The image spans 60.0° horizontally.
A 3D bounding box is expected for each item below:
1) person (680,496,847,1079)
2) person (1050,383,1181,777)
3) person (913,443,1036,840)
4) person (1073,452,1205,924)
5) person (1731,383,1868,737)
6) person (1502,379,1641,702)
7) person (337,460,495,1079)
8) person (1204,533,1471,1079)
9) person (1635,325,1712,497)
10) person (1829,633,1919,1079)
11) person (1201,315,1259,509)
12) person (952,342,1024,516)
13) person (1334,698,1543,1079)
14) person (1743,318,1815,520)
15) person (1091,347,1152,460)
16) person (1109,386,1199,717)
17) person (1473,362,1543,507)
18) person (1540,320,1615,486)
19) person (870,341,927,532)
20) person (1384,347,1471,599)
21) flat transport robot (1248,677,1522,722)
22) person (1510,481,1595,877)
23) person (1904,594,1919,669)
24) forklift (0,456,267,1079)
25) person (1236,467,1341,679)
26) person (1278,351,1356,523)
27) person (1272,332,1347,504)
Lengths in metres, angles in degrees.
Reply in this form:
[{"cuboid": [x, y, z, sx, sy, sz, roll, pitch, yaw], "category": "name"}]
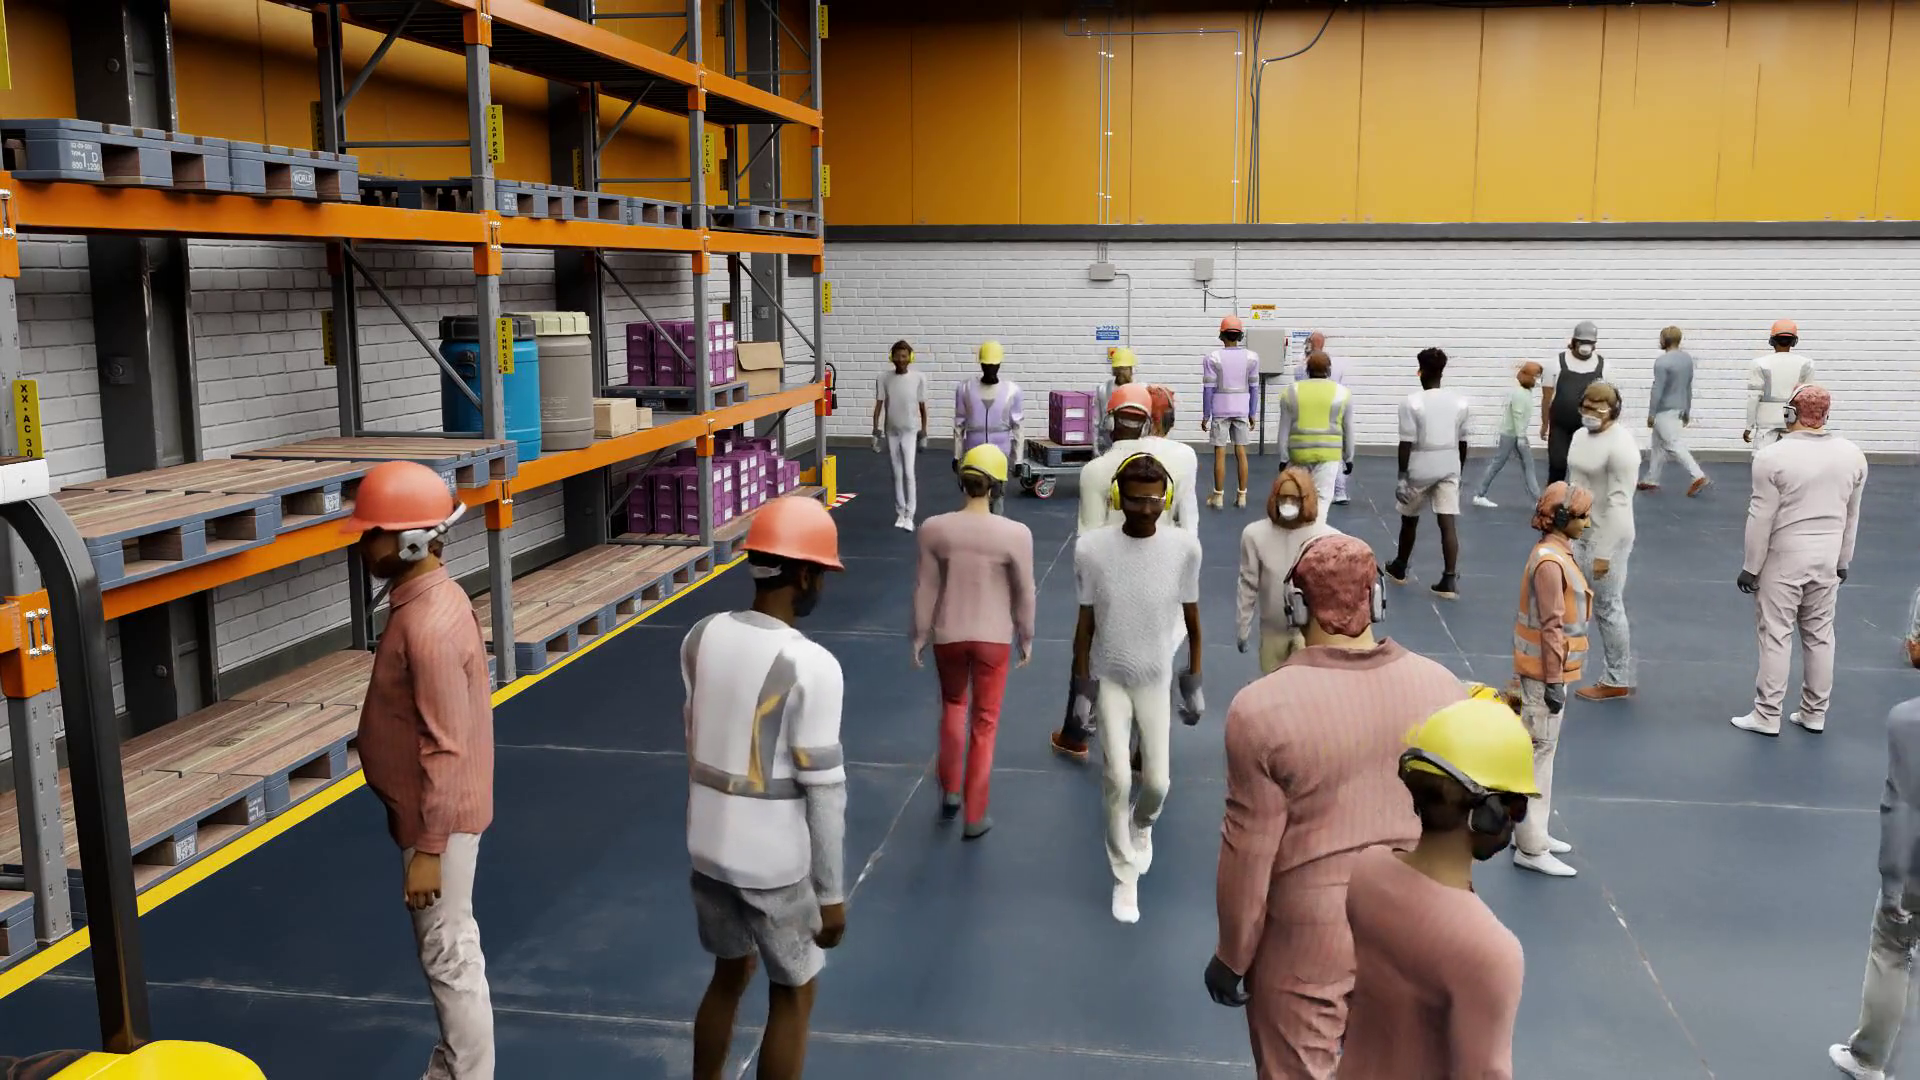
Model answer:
[{"cuboid": [-0.504, 0.837, 4.478, 0.566, 1.908, 0.468, 8, 12, 40], "category": "person"}, {"cuboid": [0.783, 0.191, 8.357, 0.623, 1.939, 0.918, -4, 10, -25], "category": "person"}, {"cuboid": [0.074, 0.440, 7.445, 0.534, 1.741, 0.575, 3, 10, 16], "category": "person"}, {"cuboid": [0.696, 0.548, 6.523, 0.522, 1.841, 0.588, 0, 9, 1], "category": "person"}, {"cuboid": [4.498, 0.112, 8.973, 0.641, 1.908, 0.408, -2, 9, -10], "category": "person"}, {"cuboid": [3.534, 0.024, 9.557, 0.846, 1.894, 0.668, -1, 9, -5], "category": "person"}, {"cuboid": [-1.495, 0.766, 4.666, 0.378, 1.995, 0.608, -3, 10, -19], "category": "person"}, {"cuboid": [0.879, 0.926, 3.975, 0.637, 1.902, 0.406, -3, 10, -18], "category": "person"}, {"cuboid": [7.988, -1.437, 18.543, 0.632, 1.913, 0.941, -8, 12, -39], "category": "person"}, {"cuboid": [2.887, 0.953, 4.766, 0.490, 1.587, 0.860, 0, 9, -3], "category": "person"}, {"cuboid": [2.834, -1.344, 17.531, 0.608, 2.044, 0.377, -2, 9, -9], "category": "person"}, {"cuboid": [0.236, -0.731, 14.177, 0.625, 1.895, 0.796, 1, 9, 4], "category": "person"}, {"cuboid": [0.917, 1.150, 3.102, 0.641, 1.733, 0.523, -3, 10, -20], "category": "person"}, {"cuboid": [8.018, -1.150, 16.333, 0.614, 2.041, 0.393, 1, 9, 8], "category": "person"}, {"cuboid": [1.505, -0.867, 15.307, 0.595, 1.816, 0.613, 2, 9, 12], "category": "person"}, {"cuboid": [1.085, 0.081, 9.270, 0.609, 1.872, 0.414, 8, 12, 39], "category": "person"}, {"cuboid": [5.825, -1.083, 17.397, 0.928, 1.556, 0.506, 8, 12, 39], "category": "person"}, {"cuboid": [6.140, -1.182, 16.536, 0.695, 2.000, 0.561, 2, 9, 13], "category": "person"}, {"cuboid": [-0.591, -0.987, 15.992, 0.508, 1.833, 0.880, 1, 9, 9], "category": "person"}, {"cuboid": [3.651, -0.541, 12.976, 0.623, 1.911, 0.991, -2, 9, -10], "category": "person"}, {"cuboid": [2.351, 0.893, 9.182, 1.431, 0.197, 0.652, 6, 11, 31], "category": "flat transport robot"}, {"cuboid": [2.477, 0.567, 6.987, 0.310, 1.640, 0.514, 3, 10, 18], "category": "person"}, {"cuboid": [6.136, -0.059, 10.100, 0.643, 1.897, 1.018, 1, 9, 8], "category": "person"}, {"cuboid": [-2.328, 0.975, 2.765, 2.313, 2.155, 1.214, 1, 9, 9], "category": "forklift"}, {"cuboid": [1.607, 0.419, 8.011, 0.514, 1.601, 0.748, 4, 10, 22], "category": "person"}, {"cuboid": [3.094, -0.722, 14.402, 0.646, 1.808, 0.830, 3, 10, 16], "category": "person"}, {"cuboid": [3.835, -1.325, 18.014, 0.662, 1.851, 1.038, -5, 10, -27], "category": "person"}]
